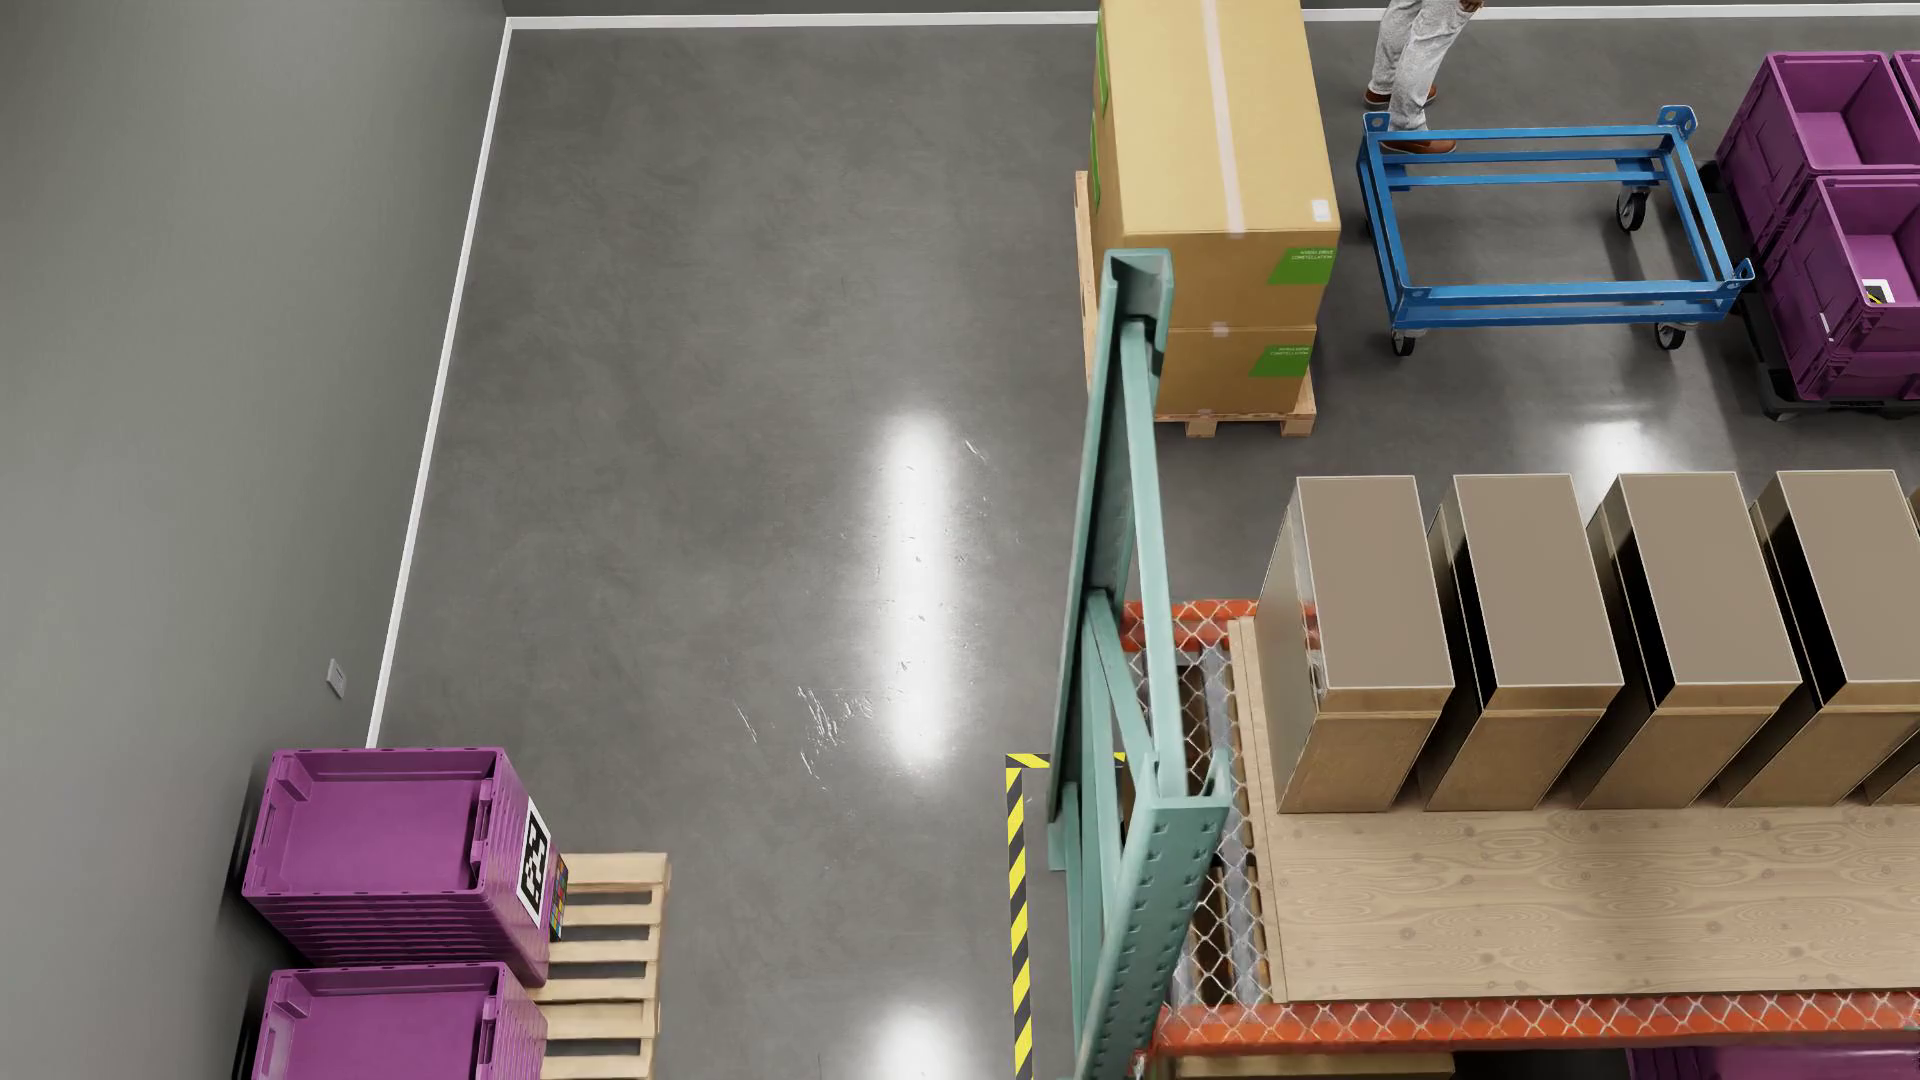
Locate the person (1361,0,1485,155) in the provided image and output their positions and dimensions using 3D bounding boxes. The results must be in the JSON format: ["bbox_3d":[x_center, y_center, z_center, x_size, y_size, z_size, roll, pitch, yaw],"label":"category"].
[{"bbox_3d":[1.831,-2.239,6.075,0.355,1.938,0.636,-3,58,-2],"label":"person"}]
